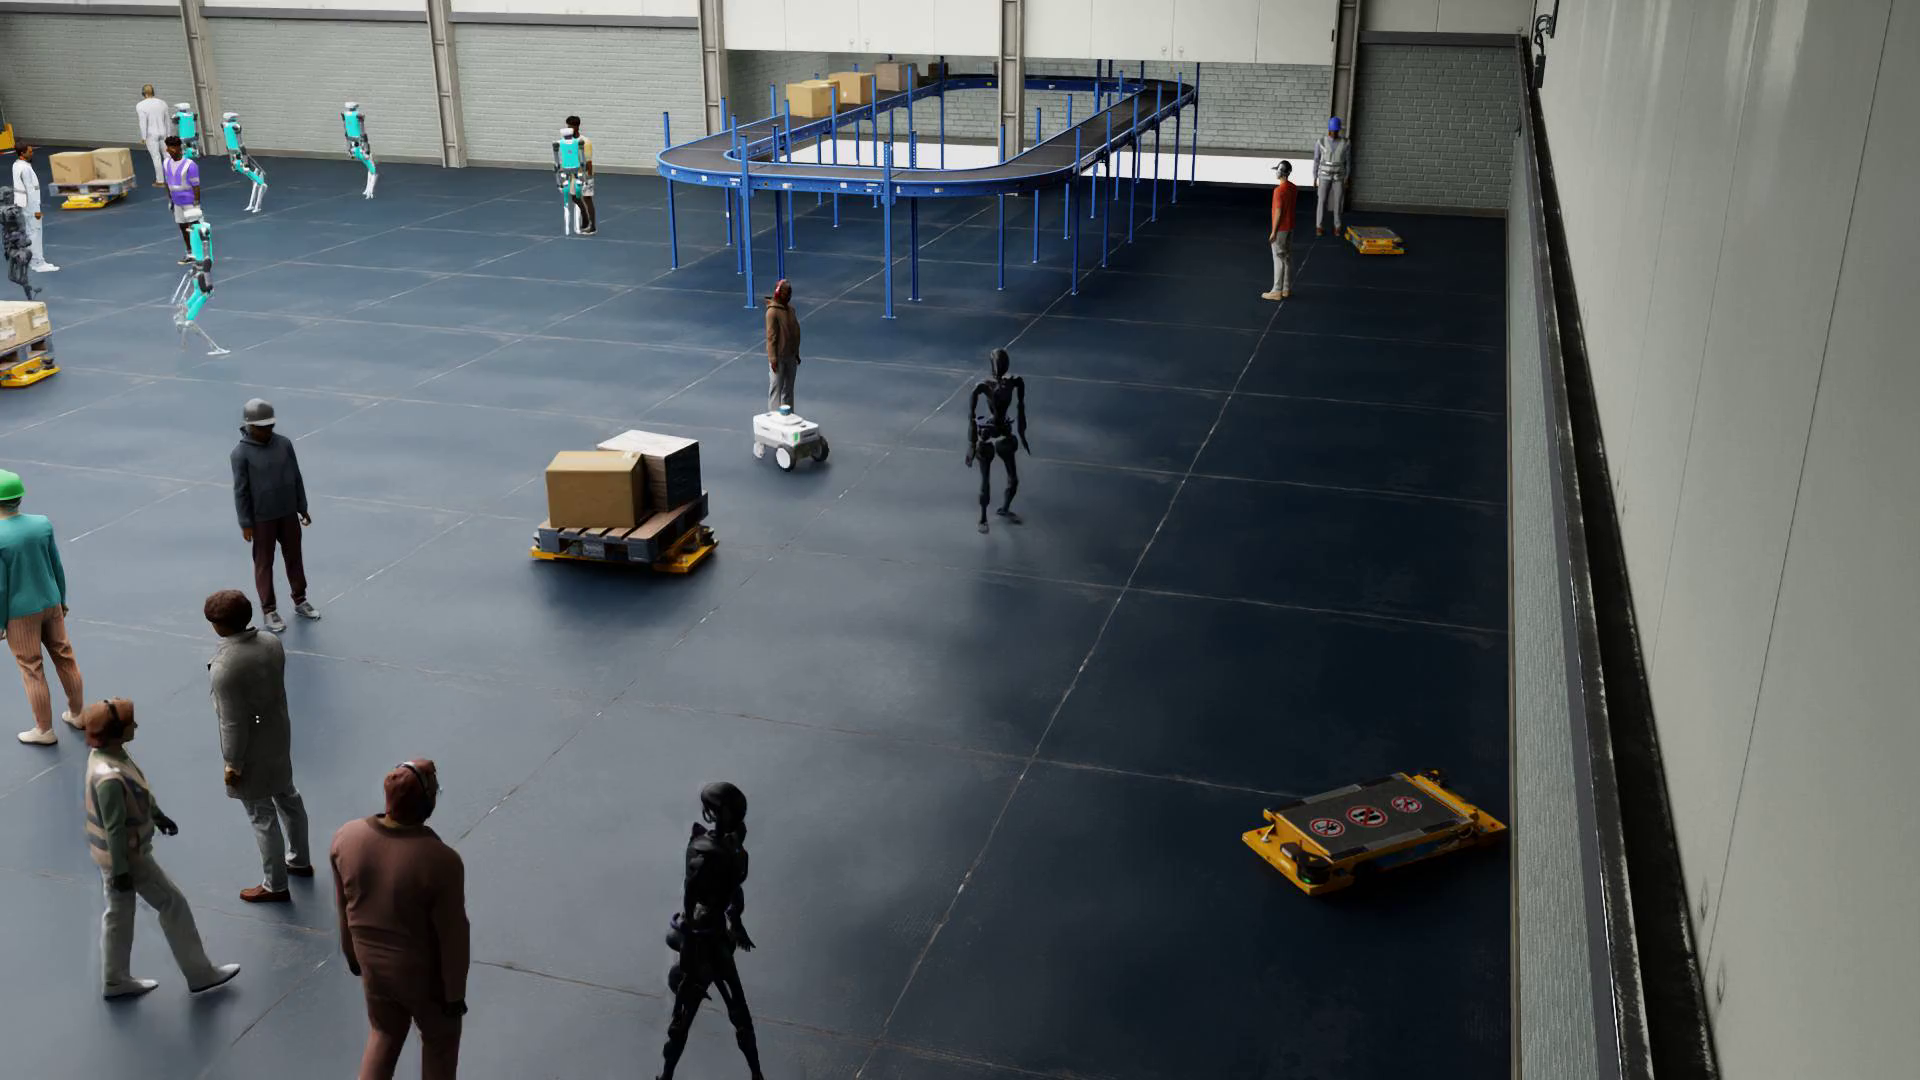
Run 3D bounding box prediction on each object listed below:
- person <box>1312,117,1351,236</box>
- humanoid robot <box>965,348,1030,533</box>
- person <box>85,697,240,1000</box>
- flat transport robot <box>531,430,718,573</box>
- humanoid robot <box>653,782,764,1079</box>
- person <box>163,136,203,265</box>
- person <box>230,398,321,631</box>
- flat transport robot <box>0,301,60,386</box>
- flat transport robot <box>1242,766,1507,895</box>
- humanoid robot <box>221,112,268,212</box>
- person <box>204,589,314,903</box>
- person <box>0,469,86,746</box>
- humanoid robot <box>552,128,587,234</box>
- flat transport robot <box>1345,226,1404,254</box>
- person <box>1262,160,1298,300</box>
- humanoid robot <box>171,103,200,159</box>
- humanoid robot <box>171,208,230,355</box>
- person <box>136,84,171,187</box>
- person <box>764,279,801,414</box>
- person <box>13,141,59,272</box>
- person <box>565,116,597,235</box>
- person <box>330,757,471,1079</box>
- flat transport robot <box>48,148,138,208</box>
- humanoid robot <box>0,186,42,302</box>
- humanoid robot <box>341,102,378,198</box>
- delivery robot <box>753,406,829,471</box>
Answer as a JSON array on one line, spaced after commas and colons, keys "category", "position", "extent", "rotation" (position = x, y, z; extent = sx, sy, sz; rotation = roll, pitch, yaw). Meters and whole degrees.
[{"category": "person", "position": [6.112, -5.978, 27.371], "extent": [0.618, 1.936, 0.414], "rotation": [2, 21, 4]}, {"category": "humanoid robot", "position": [0.312, -0.896, 14.546], "extent": [0.613, 1.638, 0.395], "rotation": [-11, 24, -26]}, {"category": "person", "position": [-4.073, 1.535, 8.329], "extent": [0.725, 1.608, 0.517], "rotation": [-13, 24, -30]}, {"category": "flat transport robot", "position": [-2.840, 0.022, 14.122], "extent": [1.431, 0.231, 0.659], "rotation": [6, 22, 14]}, {"category": "humanoid robot", "position": [-1.108, 1.841, 7.486], "extent": [0.732, 1.616, 0.616], "rotation": [6, 22, 15]}, {"category": "person", "position": [-11.713, -5.122, 25.130], "extent": [0.596, 1.958, 0.377], "rotation": [8, 23, 21]}, {"category": "person", "position": [-5.192, -0.208, 12.583], "extent": [0.380, 1.805, 0.552], "rotation": [17, 27, 38]}, {"category": "flat transport robot", "position": [-11.315, -1.969, 19.284], "extent": [1.431, 0.231, 0.659], "rotation": [2, 21, 5]}, {"category": "flat transport robot", "position": [2.443, 1.697, 9.775], "extent": [1.431, 0.231, 0.659], "rotation": [-10, 23, -24]}, {"category": "humanoid robot", "position": [-12.622, -6.706, 29.518], "extent": [0.543, 1.766, 0.702], "rotation": [16, 27, 36]}, {"category": "person", "position": [-3.857, 1.122, 9.103], "extent": [0.366, 1.830, 0.500], "rotation": [5, 22, 12]}, {"category": "person", "position": [-6.048, 0.435, 10.817], "extent": [0.350, 1.875, 0.511], "rotation": [10, 23, 25]}, {"category": "humanoid robot", "position": [-6.431, -5.889, 27.504], "extent": [0.538, 1.868, 0.685], "rotation": [-7, 22, -17]}, {"category": "flat transport robot", "position": [6.625, -4.796, 26.617], "extent": [0.659, 0.231, 1.431], "rotation": [0, 21, 1]}, {"category": "person", "position": [4.428, -4.291, 23.027], "extent": [0.412, 1.912, 0.477], "rotation": [18, 27, 39]}, {"category": "humanoid robot", "position": [-14.486, -7.209, 30.881], "extent": [0.856, 1.789, 0.548], "rotation": [9, 23, 23]}, {"category": "humanoid robot", "position": [-9.391, -3.054, 20.174], "extent": [0.786, 1.863, 0.532], "rotation": [-15, 26, -35]}, {"category": "person", "position": [-15.495, -7.788, 32.060], "extent": [0.359, 1.938, 0.630], "rotation": [13, 24, 29]}, {"category": "person", "position": [-1.827, -1.865, 17.090], "extent": [0.338, 1.651, 0.454], "rotation": [12, 24, 28]}, {"category": "person", "position": [-13.853, -4.970, 24.777], "extent": [0.372, 1.917, 0.593], "rotation": [-16, 26, -36]}, {"category": "person", "position": [-6.277, -6.035, 27.500], "extent": [0.613, 1.955, 0.424], "rotation": [18, 28, 39]}, {"category": "person", "position": [-2.406, 1.857, 7.133], "extent": [0.665, 1.875, 0.601], "rotation": [7, 22, 18]}, {"category": "flat transport robot", "position": [-15.872, -6.301, 30.520], "extent": [0.659, 0.231, 1.431], "rotation": [-3, 21, -7]}, {"category": "humanoid robot", "position": [-12.708, -3.956, 22.489], "extent": [0.593, 1.647, 0.420], "rotation": [15, 26, 34]}, {"category": "humanoid robot", "position": [-11.073, -7.265, 30.987], "extent": [0.550, 1.791, 0.767], "rotation": [11, 24, 27]}, {"category": "delivery robot", "position": [-1.700, -1.015, 16.437], "extent": [0.812, 0.611, 0.499], "rotation": [20, 29, 41]}]
